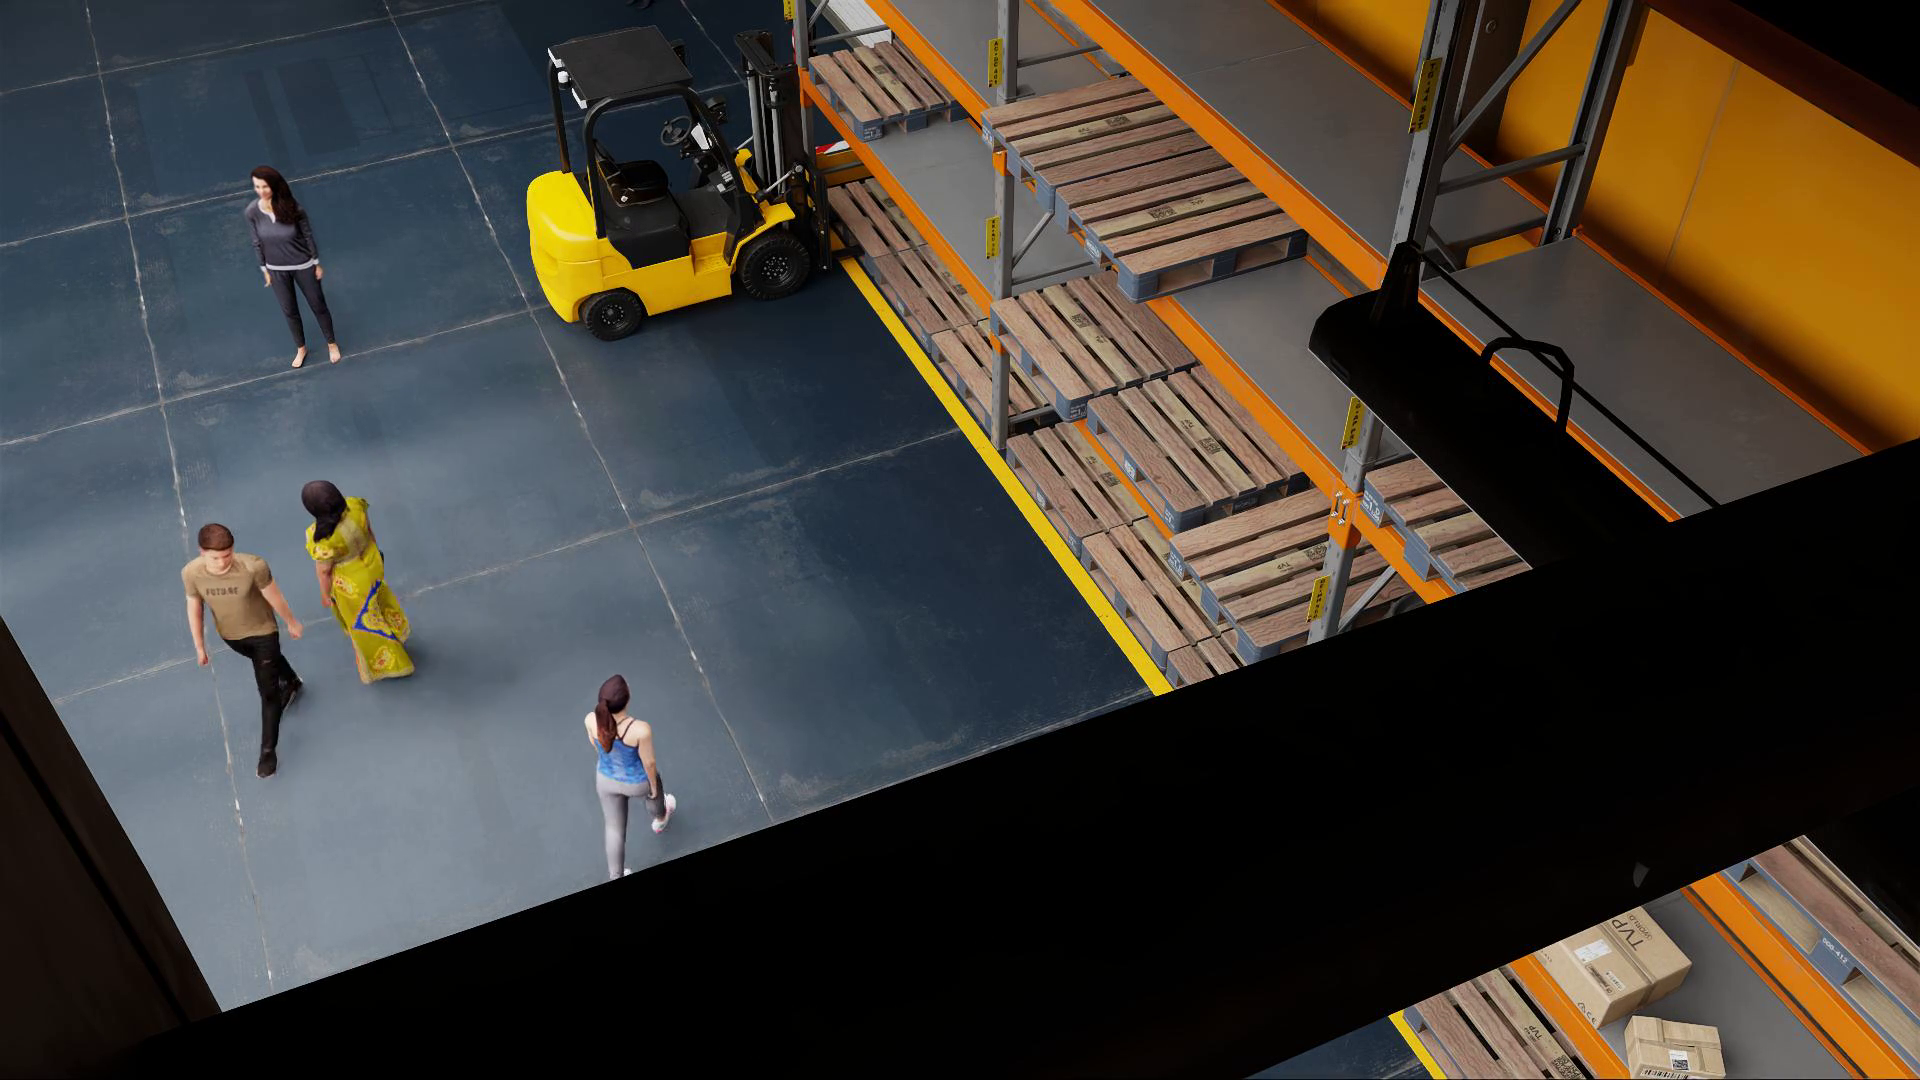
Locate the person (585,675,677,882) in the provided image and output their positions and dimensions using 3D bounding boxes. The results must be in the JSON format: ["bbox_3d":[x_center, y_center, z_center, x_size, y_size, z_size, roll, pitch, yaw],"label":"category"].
[{"bbox_3d":[-1.949,1.422,9.552,0.940,1.576,1.112,7,44,7],"label":"person"}]

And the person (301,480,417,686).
[{"bbox_3d":[-3.819,0.262,10.721,1.050,1.642,0.995,12,45,13],"label":"person"}]

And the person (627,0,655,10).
[{"bbox_3d":[-3.521,-6.560,17.876,0.626,1.652,0.718,21,48,21],"label":"person"}]

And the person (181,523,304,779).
[{"bbox_3d":[-4.388,0.504,10.357,1.074,1.794,1.313,2,44,2],"label":"person"}]

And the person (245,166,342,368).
[{"bbox_3d":[-5.307,-2.181,13.195,0.654,1.767,0.597,-9,44,-9],"label":"person"}]
